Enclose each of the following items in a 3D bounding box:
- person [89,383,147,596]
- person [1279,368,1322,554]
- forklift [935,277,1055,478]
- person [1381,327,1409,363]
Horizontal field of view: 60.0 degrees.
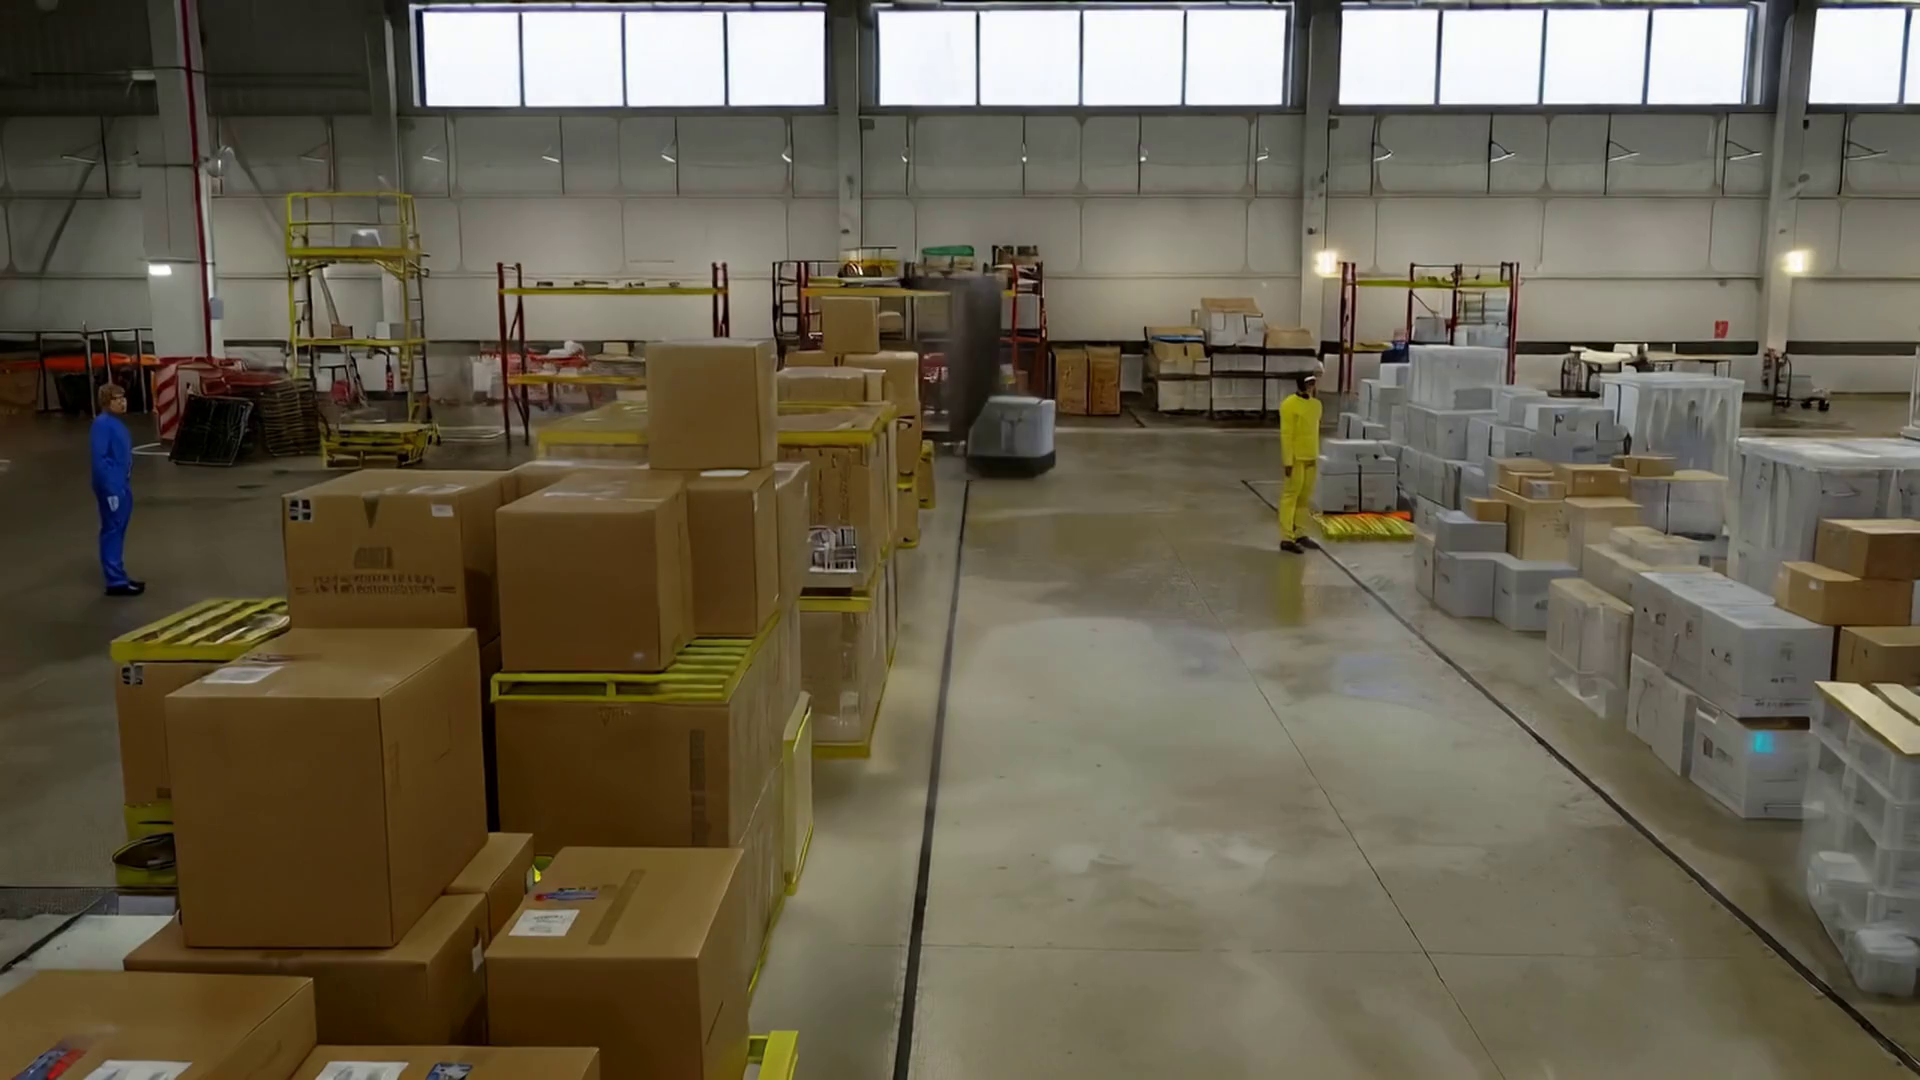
[{"bbox_3d":[-7.722,-0.460,15.207,0.371,1.941,0.627,-3,10,-17],"label":"person"},{"bbox_3d":[3.587,-0.836,17.457,0.372,1.940,0.627,9,13,43],"label":"person"},{"bbox_3d":[0.361,-2.353,23.727,1.873,2.768,1.129,3,10,16],"label":"forklift"},{"bbox_3d":[7.055,-2.424,26.795,0.611,1.996,0.378,3,10,19],"label":"person"}]
